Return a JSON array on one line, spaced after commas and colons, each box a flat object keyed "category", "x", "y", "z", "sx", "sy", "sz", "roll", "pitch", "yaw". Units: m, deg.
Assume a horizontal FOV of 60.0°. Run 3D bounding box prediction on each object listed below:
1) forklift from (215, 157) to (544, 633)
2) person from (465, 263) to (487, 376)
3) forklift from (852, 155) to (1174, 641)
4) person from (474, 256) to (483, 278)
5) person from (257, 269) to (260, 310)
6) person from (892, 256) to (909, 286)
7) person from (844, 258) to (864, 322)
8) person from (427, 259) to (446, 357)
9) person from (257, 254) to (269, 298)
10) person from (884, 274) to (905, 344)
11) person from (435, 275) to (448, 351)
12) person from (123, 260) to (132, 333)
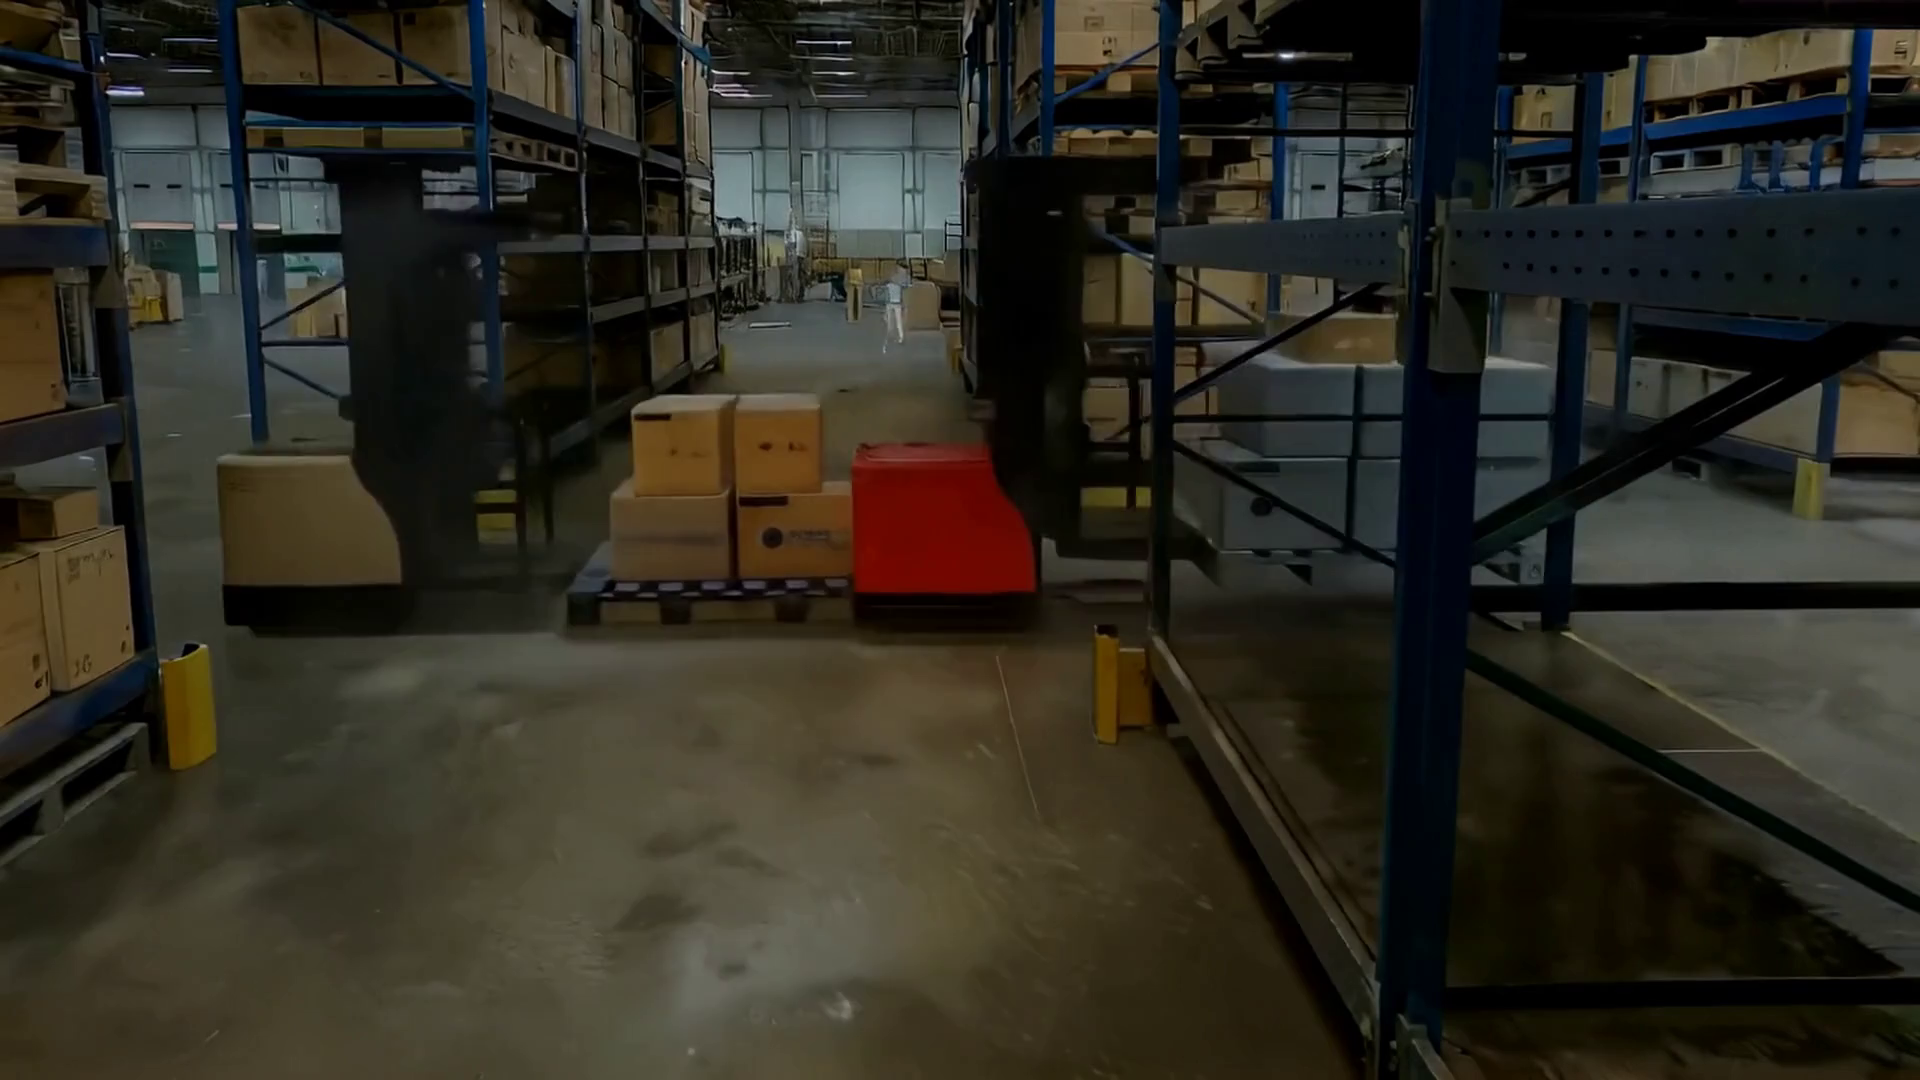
[{"category": "forklift", "x": -3.502, "y": -0.915, "z": 10.220, "sx": 1.873, "sy": 2.768, "sz": 1.129, "roll": -1, "pitch": 10, "yaw": -5}, {"category": "person", "x": -8.500, "y": -3.881, "z": 29.277, "sx": 0.644, "sy": 1.960, "sz": 0.814, "roll": 5, "pitch": 11, "yaw": 24}, {"category": "forklift", "x": 0.282, "y": -0.874, "z": 9.987, "sx": 1.873, "sy": 2.768, "sz": 1.129, "roll": -1, "pitch": 10, "yaw": -3}, {"category": "person", "x": -16.745, "y": -9.015, "z": 57.964, "sx": 0.372, "sy": 1.940, "sz": 0.632, "roll": -10, "pitch": 14, "yaw": -43}, {"category": "person", "x": -22.138, "y": -7.882, "z": 52.034, "sx": 0.495, "sy": 1.805, "sz": 0.647, "roll": 4, "pitch": 11, "yaw": 22}, {"category": "person", "x": -1.718, "y": -7.311, "z": 48.545, "sx": 0.583, "sy": 1.918, "sz": 0.406, "roll": 7, "pitch": 12, "yaw": 33}, {"category": "person", "x": -3.086, "y": -7.280, "z": 48.488, "sx": 0.574, "sy": 1.876, "sz": 0.355, "roll": -4, "pitch": 11, "yaw": -19}, {"category": "person", "x": -10.256, "y": -4.459, "z": 32.298, "sx": 0.598, "sy": 2.000, "sz": 0.717, "roll": -7, "pitch": 12, "yaw": -33}, {"category": "person", "x": -29.066, "y": -10.993, "z": 69.247, "sx": 0.593, "sy": 1.872, "sz": 0.824, "roll": -6, "pitch": 12, "yaw": -30}, {"category": "person", "x": -1.504, "y": -5.335, "z": 38.432, "sx": 0.520, "sy": 1.594, "sz": 0.871, "roll": -3, "pitch": 11, "yaw": -14}, {"category": "person", "x": -11.126, "y": -4.941, "z": 35.388, "sx": 0.477, "sy": 1.902, "sz": 0.609, "roll": -6, "pitch": 12, "yaw": -30}, {"category": "person", "x": -21.420, "y": -6.249, "z": 42.604, "sx": 0.392, "sy": 1.922, "sz": 0.592, "roll": -5, "pitch": 11, "yaw": -27}]
